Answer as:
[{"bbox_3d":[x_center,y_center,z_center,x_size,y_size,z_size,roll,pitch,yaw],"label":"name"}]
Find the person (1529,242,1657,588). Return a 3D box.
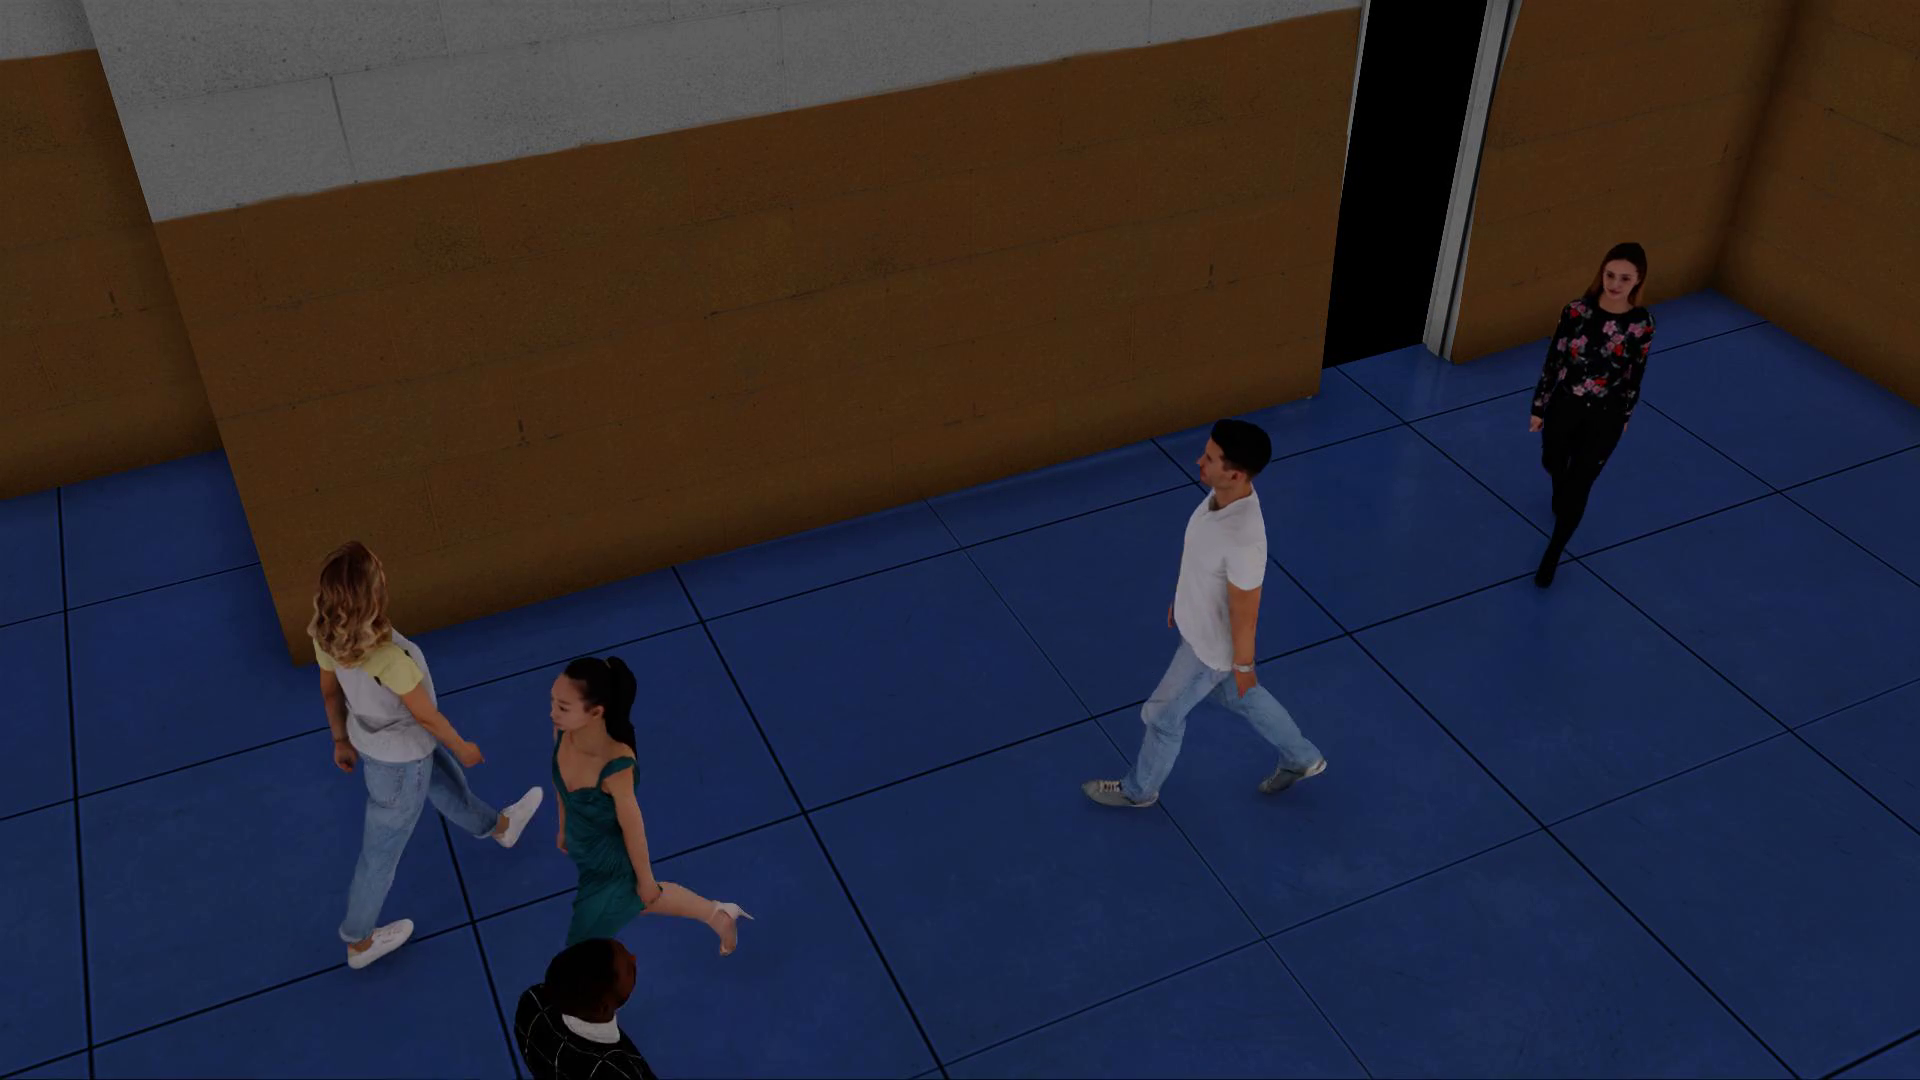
[{"bbox_3d":[2.896,-0.640,7.670,1.033,1.658,1.021,18,41,23],"label":"person"}]

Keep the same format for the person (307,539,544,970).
[{"bbox_3d":[-2.010,0.812,5.724,1.205,1.656,1.046,26,44,30],"label":"person"}]

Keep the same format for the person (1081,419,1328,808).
[{"bbox_3d":[1.040,0.335,6.227,1.159,1.832,1.230,5,37,7],"label":"person"}]

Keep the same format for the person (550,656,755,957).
[{"bbox_3d":[-1.087,1.016,5.467,0.752,1.654,1.013,-23,43,-28],"label":"person"}]

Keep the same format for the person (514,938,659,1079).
[{"bbox_3d":[-1.005,1.734,4.404,1.216,1.781,1.087,24,43,29],"label":"person"}]
